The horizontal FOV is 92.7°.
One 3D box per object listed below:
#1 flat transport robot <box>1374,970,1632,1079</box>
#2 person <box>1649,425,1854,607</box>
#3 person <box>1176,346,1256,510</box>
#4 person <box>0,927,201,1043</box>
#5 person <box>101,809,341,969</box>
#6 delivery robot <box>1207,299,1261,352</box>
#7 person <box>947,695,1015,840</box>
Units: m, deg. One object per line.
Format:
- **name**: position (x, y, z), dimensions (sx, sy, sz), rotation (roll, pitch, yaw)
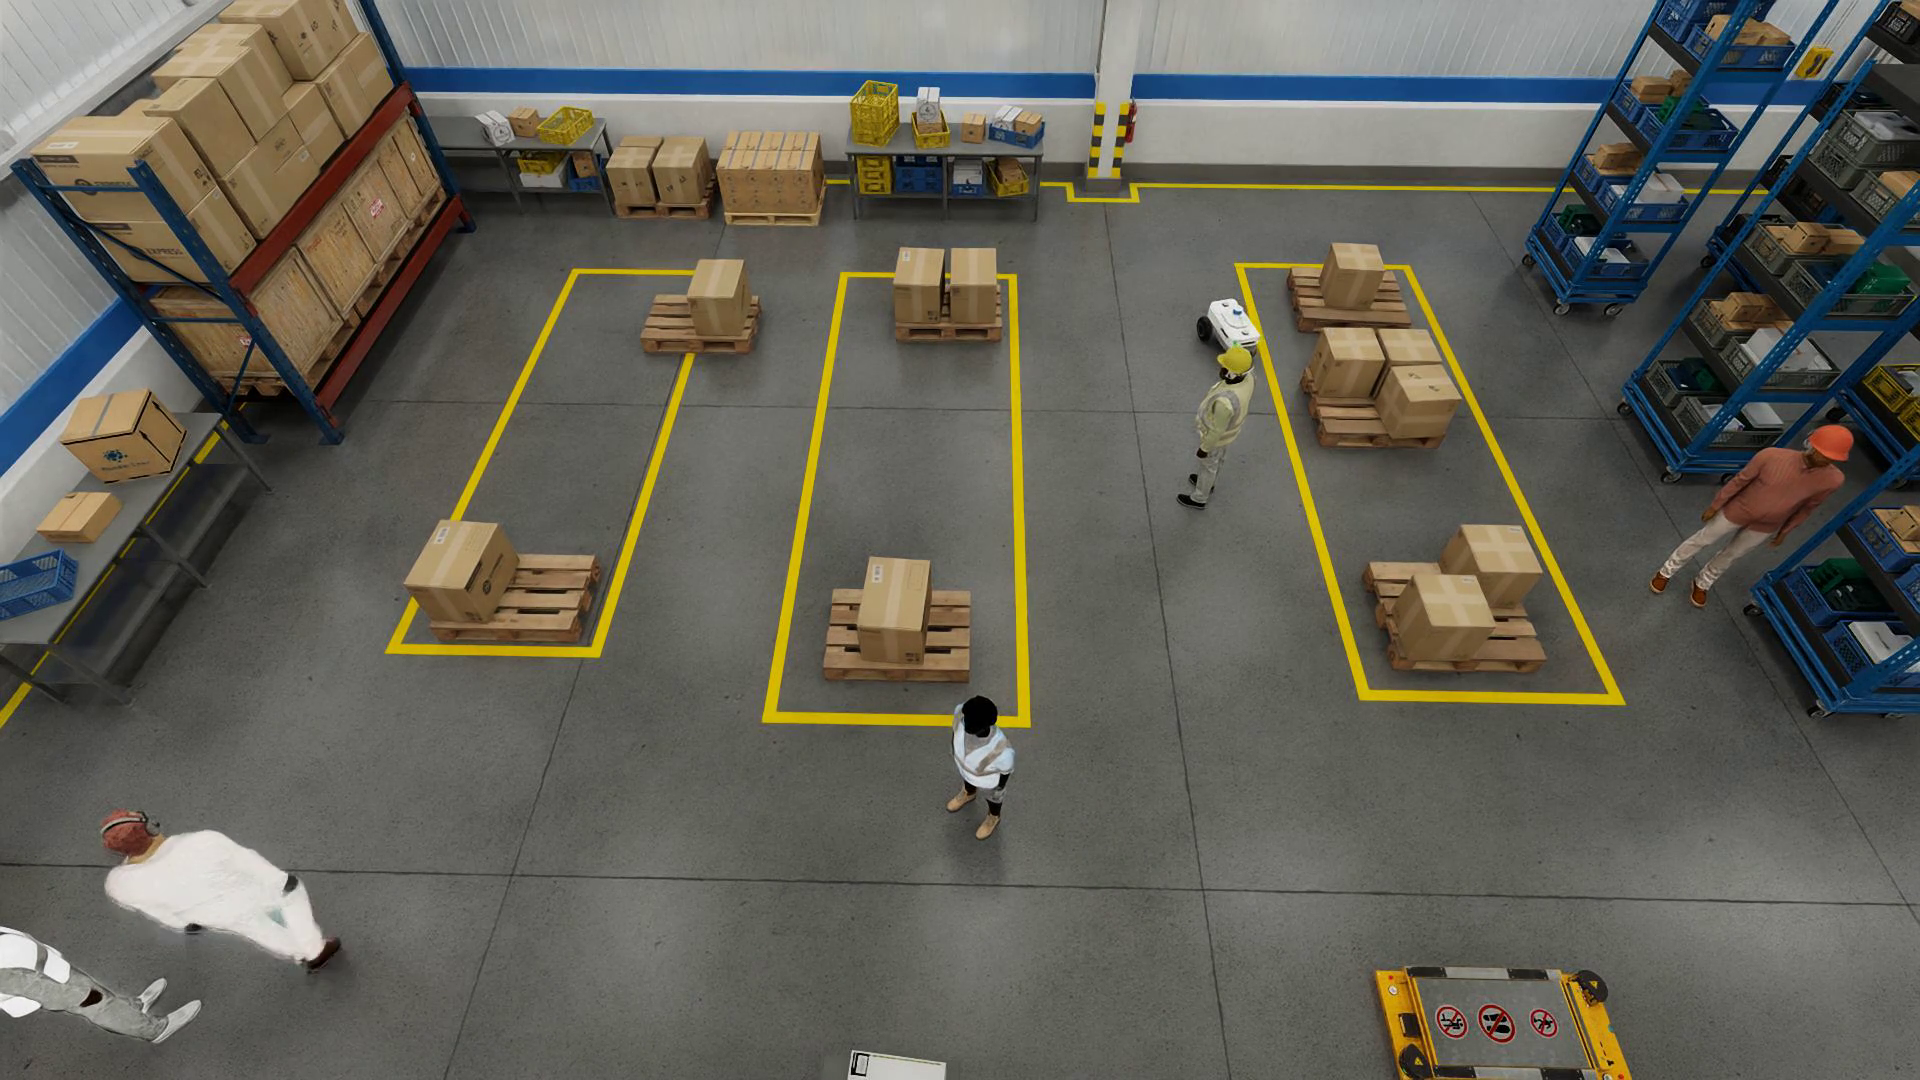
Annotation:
- **flat transport robot**: position (3.501, 3.133, 5.914), dimensions (1.431, 0.197, 0.652), rotation (1, 51, 1)
- **person**: position (6.496, -0.192, 7.519), dimensions (0.615, 1.997, 0.373), rotation (23, 54, 18)
- **person**: position (2.324, -1.006, 8.287), dimensions (0.404, 1.833, 0.587), rotation (27, 56, 20)
- **person**: position (-5.324, 2.555, 5.333), dimensions (0.587, 1.914, 0.391), rotation (21, 54, 16)
- **person**: position (-4.509, 2.202, 5.644), dimensions (0.669, 1.878, 0.496), rotation (-20, 53, -15)
- **delivery robot**: position (3.032, -2.369, 10.159), dimensions (0.477, 0.478, 0.707), rotation (-11, 52, -9)
- **person**: position (0.125, 1.552, 6.289), dimensions (0.315, 1.696, 0.541), rotation (-36, 59, -26)
